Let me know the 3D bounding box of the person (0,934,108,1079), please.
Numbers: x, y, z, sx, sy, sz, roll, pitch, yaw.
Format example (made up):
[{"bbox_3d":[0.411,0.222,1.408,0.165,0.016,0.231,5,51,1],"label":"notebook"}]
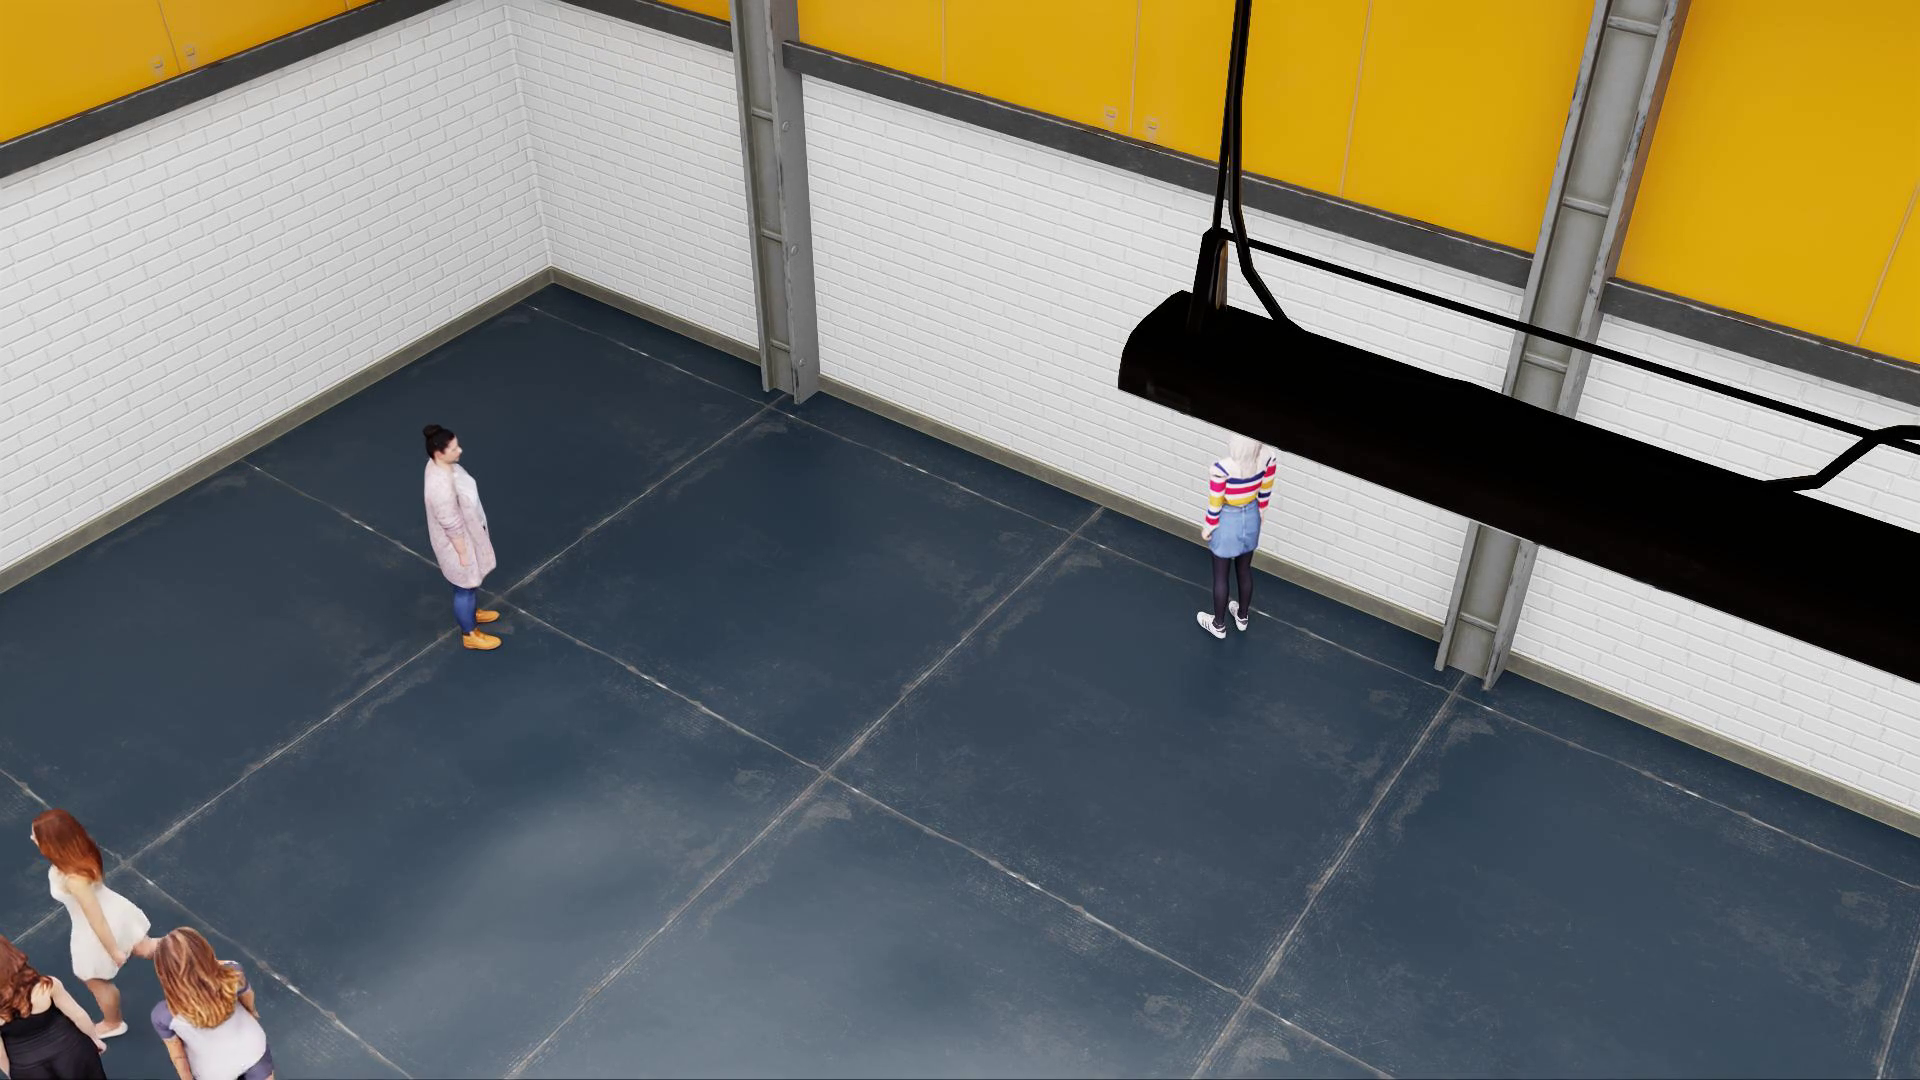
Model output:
[{"bbox_3d":[-4.350,2.491,7.955,0.660,1.747,0.643,-22,43,-25],"label":"person"}]

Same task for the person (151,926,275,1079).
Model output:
[{"bbox_3d":[-3.437,2.548,7.944,0.823,1.671,1.177,-26,45,-29],"label":"person"}]

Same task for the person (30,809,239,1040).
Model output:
[{"bbox_3d":[-4.355,1.972,8.653,1.065,1.686,1.087,-11,40,-14],"label":"person"}]

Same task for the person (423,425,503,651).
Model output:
[{"bbox_3d":[-3.363,-0.037,11.125,0.855,1.742,0.781,-9,39,-11],"label":"person"}]

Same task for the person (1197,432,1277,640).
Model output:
[{"bbox_3d":[1.855,-0.099,11.149,0.727,1.808,0.730,-14,41,-17],"label":"person"}]
